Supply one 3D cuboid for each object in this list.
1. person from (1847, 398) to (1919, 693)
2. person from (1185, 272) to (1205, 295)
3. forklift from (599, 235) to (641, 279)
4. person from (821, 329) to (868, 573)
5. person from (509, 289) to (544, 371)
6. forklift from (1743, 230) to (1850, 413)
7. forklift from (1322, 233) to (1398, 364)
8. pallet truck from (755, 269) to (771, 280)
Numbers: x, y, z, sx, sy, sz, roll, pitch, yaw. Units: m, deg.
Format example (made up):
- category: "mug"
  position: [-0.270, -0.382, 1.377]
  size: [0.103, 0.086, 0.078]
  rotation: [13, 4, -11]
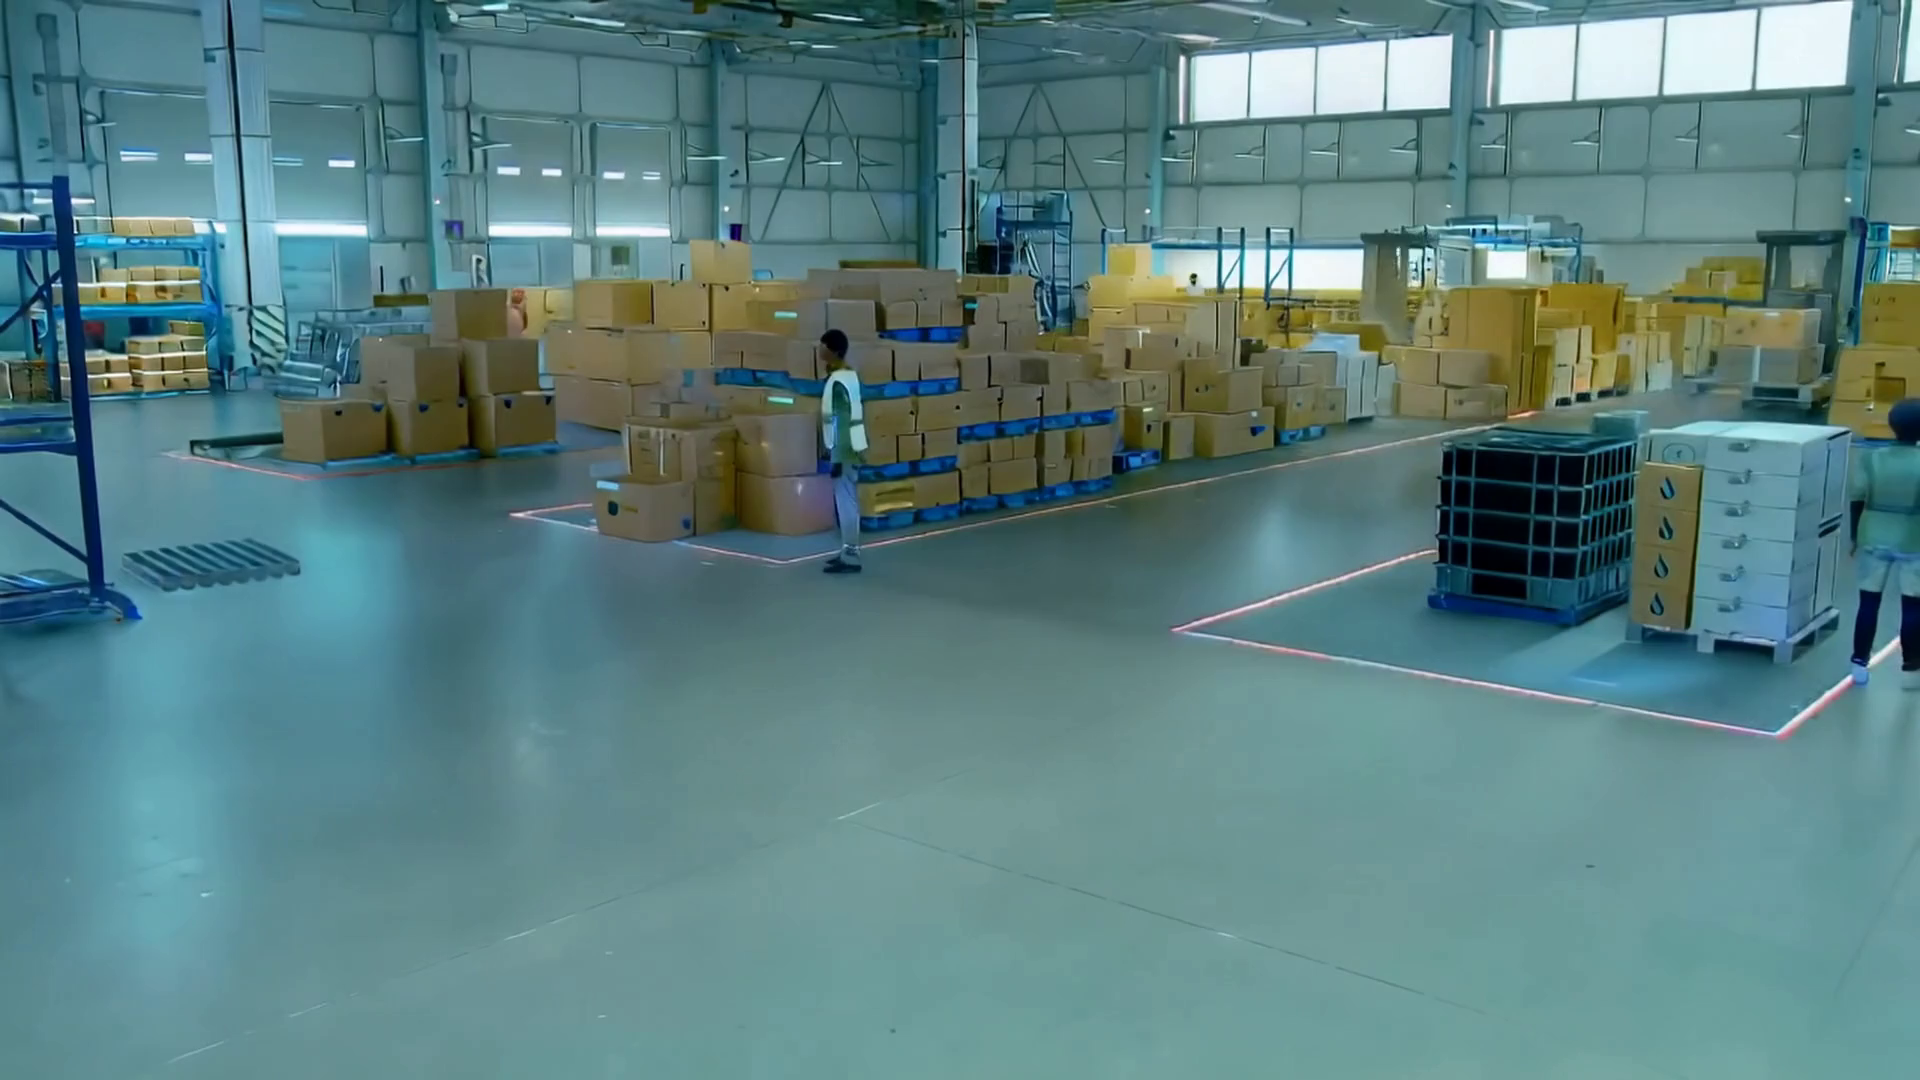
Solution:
- category: "person"
  position: [5.399, 0.030, 9.589]
  size: [0.537, 1.695, 0.321]
  rotation: [9, 13, 41]
- category: "person"
  position: [6.146, -6.084, 43.768]
  size: [0.567, 1.913, 0.574]
  rotation: [7, 12, 35]
- category: "forklift"
  position: [-7.658, -5.503, 37.722]
  size: [1.873, 2.768, 1.129]
  rotation: [8, 13, 40]
- category: "person"
  position: [-0.916, -0.696, 13.097]
  size: [0.383, 1.916, 0.591]
  rotation: [0, 10, 0]
- category: "person"
  position: [-8.924, -4.242, 33.879]
  size: [0.899, 1.693, 0.506]
  rotation: [1, 10, 6]
- category: "forklift"
  position: [13.293, -3.476, 26.183]
  size: [1.129, 2.768, 1.873]
  rotation: [8, 13, 39]
- category: "forklift"
  position: [8.139, -4.587, 32.510]
  size: [1.873, 2.768, 1.129]
  rotation: [-2, 10, -12]
- category: "pallet truck"
  position: [-4.996, -6.432, 45.525]
  size: [1.885, 1.965, 0.823]
  rotation: [-6, 12, -32]
